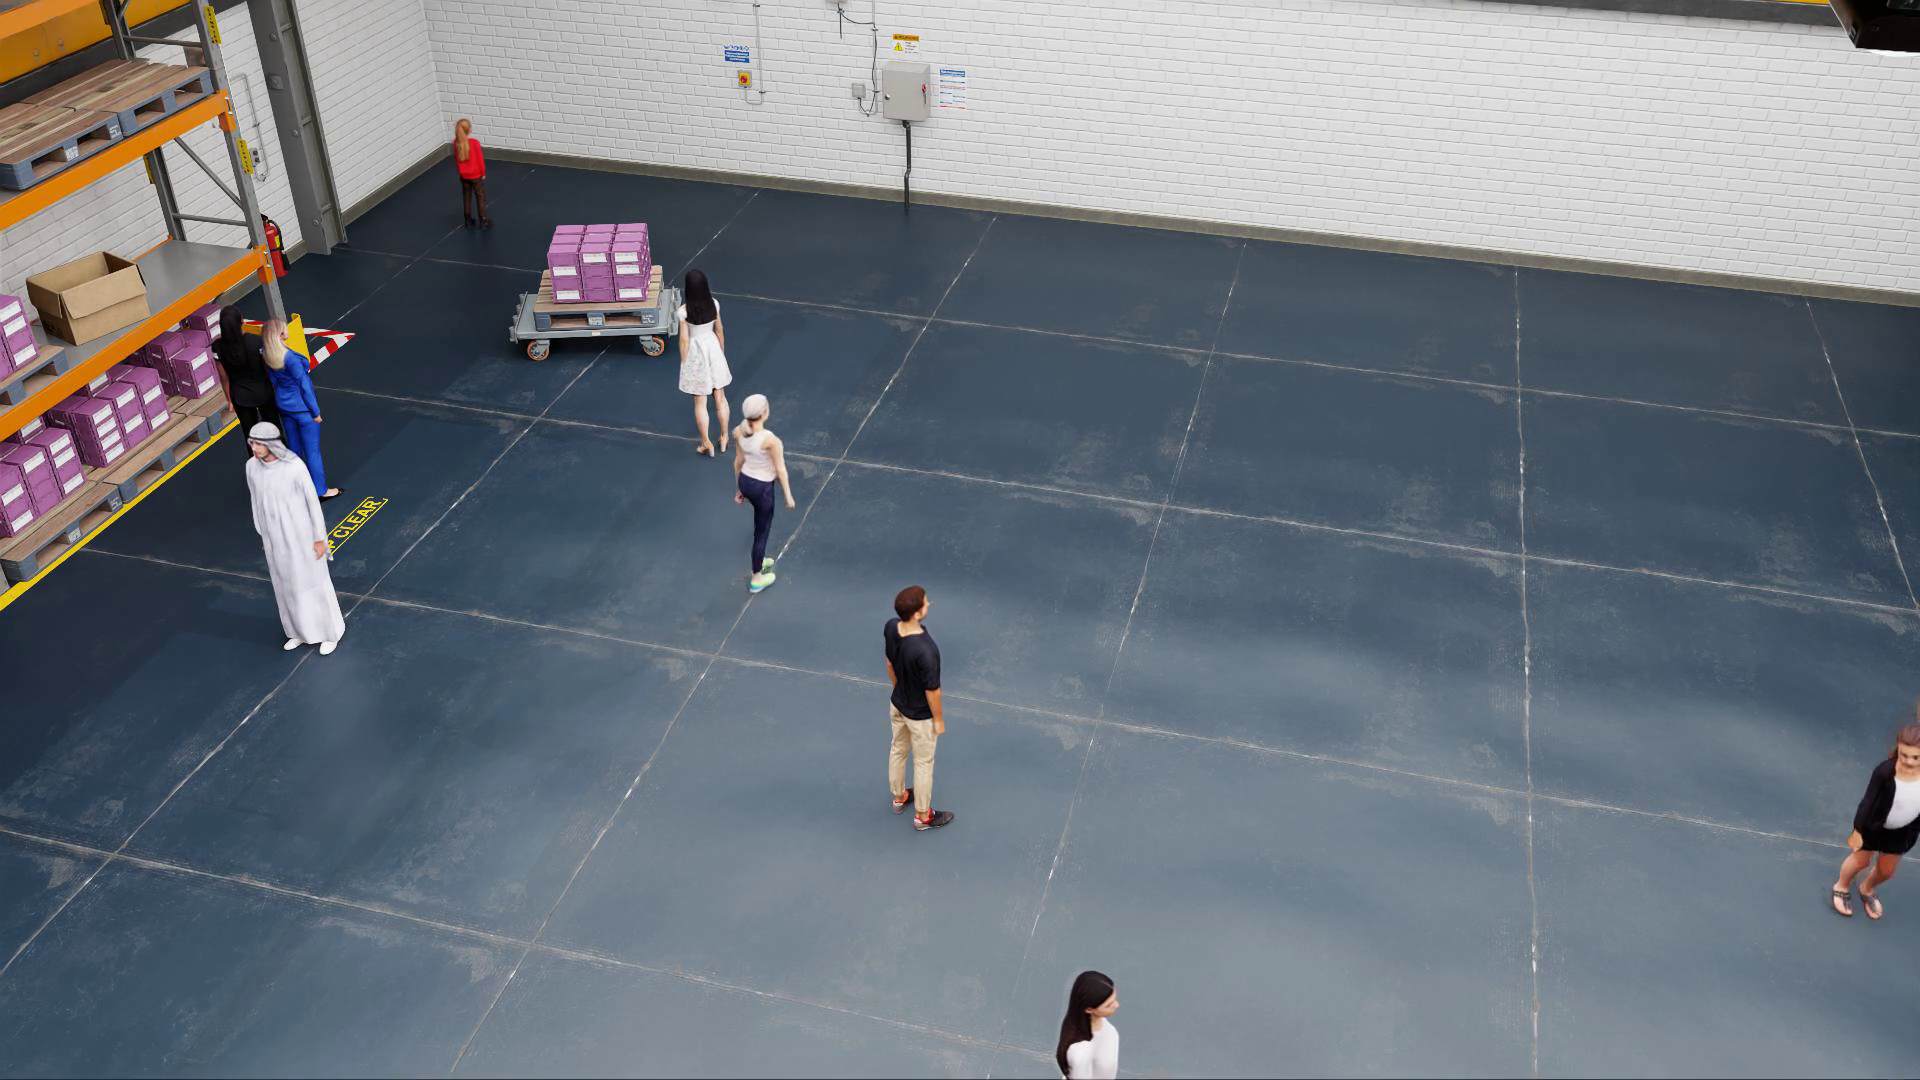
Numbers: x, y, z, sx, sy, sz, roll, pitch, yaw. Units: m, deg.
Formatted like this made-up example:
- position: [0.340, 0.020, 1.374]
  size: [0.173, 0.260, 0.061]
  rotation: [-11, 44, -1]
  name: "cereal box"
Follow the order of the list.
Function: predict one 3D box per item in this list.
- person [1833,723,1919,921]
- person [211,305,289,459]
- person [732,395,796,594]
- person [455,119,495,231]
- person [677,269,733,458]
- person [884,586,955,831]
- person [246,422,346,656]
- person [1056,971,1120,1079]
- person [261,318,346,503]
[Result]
- position: [5.584, 1.674, 10.064]
  size: [0.611, 1.525, 0.646]
  rotation: [-4, 34, -7]
  name: "person"
- position: [-6.045, -1.221, 14.236]
  size: [0.711, 1.728, 0.735]
  rotation: [-8, 35, -12]
  name: "person"
- position: [-1.620, -0.322, 12.920]
  size: [0.715, 1.687, 0.765]
  rotation: [25, 41, 33]
  name: "person"
- position: [-5.630, -4.210, 19.141]
  size: [0.492, 1.277, 0.485]
  rotation: [7, 34, 10]
  name: "person"
- position: [-2.270, -1.567, 14.716]
  size: [0.771, 1.774, 0.835]
  rotation: [-19, 38, -26]
  name: "person"
- position: [-0.297, 1.068, 10.674]
  size: [0.722, 1.859, 0.706]
  rotation: [-25, 41, -32]
  name: "person"
- position: [-4.921, -0.028, 12.264]
  size: [0.696, 1.925, 0.619]
  rotation: [7, 34, 10]
  name: "person"
- position: [0.598, 2.762, 8.172]
  size: [0.685, 1.807, 0.469]
  rotation: [6, 34, 8]
  name: "person"
- position: [-5.624, -1.102, 14.082]
  size: [0.677, 1.701, 0.645]
  rotation: [19, 38, 26]
  name: "person"
